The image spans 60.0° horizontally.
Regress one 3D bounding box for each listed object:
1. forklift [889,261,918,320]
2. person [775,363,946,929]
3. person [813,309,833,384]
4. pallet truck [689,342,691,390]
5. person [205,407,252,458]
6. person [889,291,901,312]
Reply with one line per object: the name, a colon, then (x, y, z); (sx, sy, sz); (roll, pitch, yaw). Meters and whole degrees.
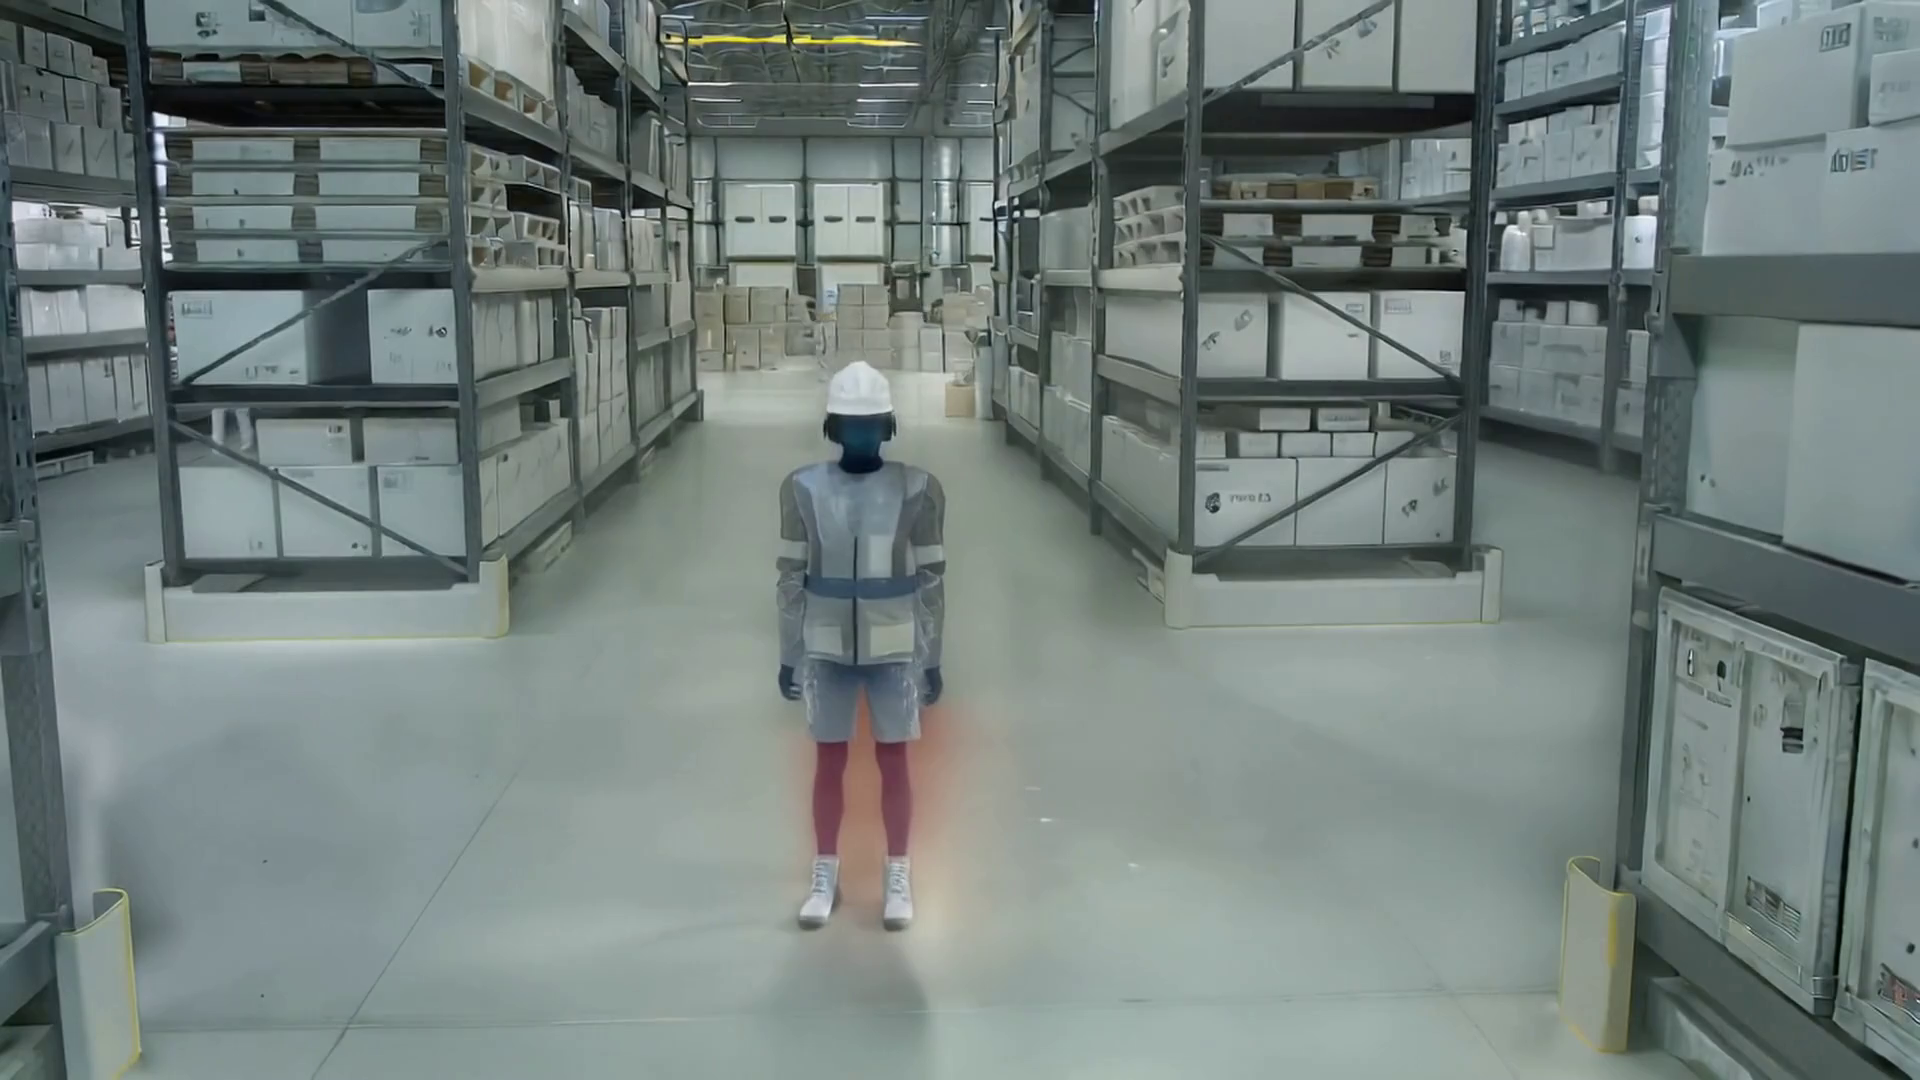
forklift: (-1.887, -7.970, 55.876); (1.129, 2.768, 1.873); (6, 11, 33)
person: (-0.360, 0.389, 5.993); (0.615, 2.047, 0.359); (1, 9, 4)
person: (-3.034, -4.193, 36.084); (0.366, 1.627, 0.533); (-3, 9, -17)
pallet truck: (-5.225, -3.008, 27.480); (1.885, 1.965, 0.823); (2, 9, 14)
person: (-9.444, -1.943, 21.444); (0.652, 1.785, 0.982); (-1, 9, -3)
person: (-2.298, -7.803, 57.826); (0.639, 1.927, 0.387); (3, 10, 19)
